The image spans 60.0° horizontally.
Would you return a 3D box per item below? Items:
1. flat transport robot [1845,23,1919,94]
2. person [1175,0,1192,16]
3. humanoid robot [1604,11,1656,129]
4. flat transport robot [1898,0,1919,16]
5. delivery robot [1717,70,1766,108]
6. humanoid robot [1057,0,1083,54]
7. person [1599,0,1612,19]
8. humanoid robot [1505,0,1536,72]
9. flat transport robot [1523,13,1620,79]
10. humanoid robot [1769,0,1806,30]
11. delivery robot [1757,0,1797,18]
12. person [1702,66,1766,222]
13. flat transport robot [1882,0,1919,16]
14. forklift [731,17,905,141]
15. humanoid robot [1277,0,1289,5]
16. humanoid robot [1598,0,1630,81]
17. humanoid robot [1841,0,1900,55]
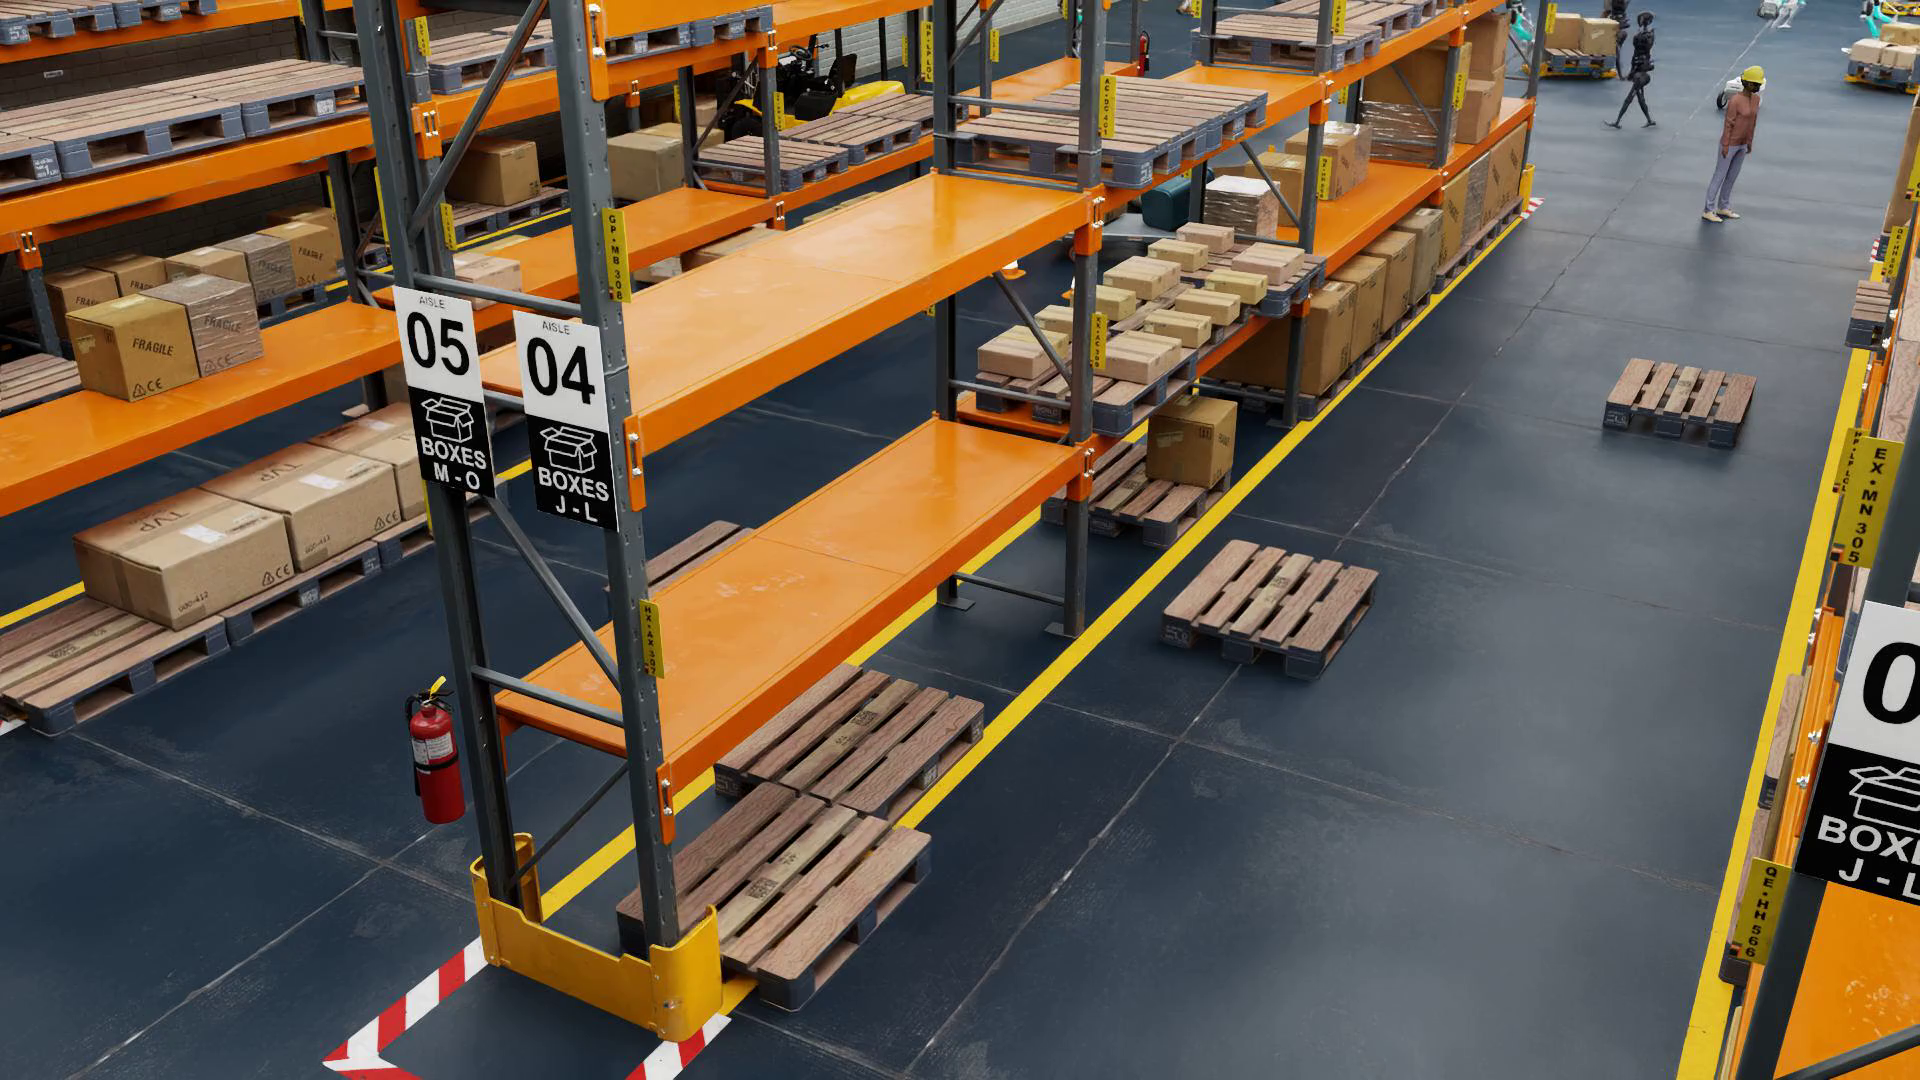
[{"bbox_3d":[14.971,-7.341,26.596,0.659,0.231,1.431,-11,28,-22],"label":"flat transport robot"},{"bbox_3d":[4.569,-11.562,33.495,0.632,1.893,0.976,19,32,35],"label":"person"},{"bbox_3d":[9.647,-6.673,23.628,0.775,1.625,0.613,2,26,3],"label":"humanoid robot"},{"bbox_3d":[19.774,-10.881,33.952,0.659,0.231,1.431,11,28,21],"label":"flat transport robot"},{"bbox_3d":[11.835,-6.784,25.105,0.774,0.592,0.499,-22,33,-38],"label":"delivery robot"},{"bbox_3d":[2.033,-9.409,29.211,0.547,1.792,0.705,20,32,35],"label":"humanoid robot"},{"bbox_3d":[11.832,-9.881,29.985,0.671,1.904,0.646,-15,29,-28],"label":"person"},{"bbox_3d":[9.396,-8.668,27.685,0.862,1.782,0.541,21,33,36],"label":"humanoid robot"},{"bbox_3d":[10.167,-7.848,27.650,1.431,0.231,0.659,2,26,3],"label":"flat transport robot"},{"bbox_3d":[15.812,-10.522,31.560,0.760,1.816,0.541,1,26,3],"label":"humanoid robot"},{"bbox_3d":[16.435,-10.745,33.360,0.816,0.612,0.499,-16,30,-29],"label":"delivery robot"},{"bbox_3d":[8.904,-4.529,19.040,0.520,1.758,0.347,-16,30,-29],"label":"person"},{"bbox_3d":[19.350,-10.893,33.976,1.431,0.231,0.659,-13,28,-24],"label":"flat transport robot"},{"bbox_3d":[-1.819,-5.975,21.543,2.313,2.155,1.214,14,29,26],"label":"forklift"},{"bbox_3d":[4.753,-7.278,24.895,0.610,1.624,0.775,15,30,29],"label":"humanoid robot"},{"bbox_3d":[10.681,-8.304,26.991,0.354,1.650,0.610,1,26,2],"label":"humanoid robot"},{"bbox_3d":[15.802,-9.088,28.549,0.540,1.722,1.023,-17,31,-31],"label":"humanoid robot"}]
